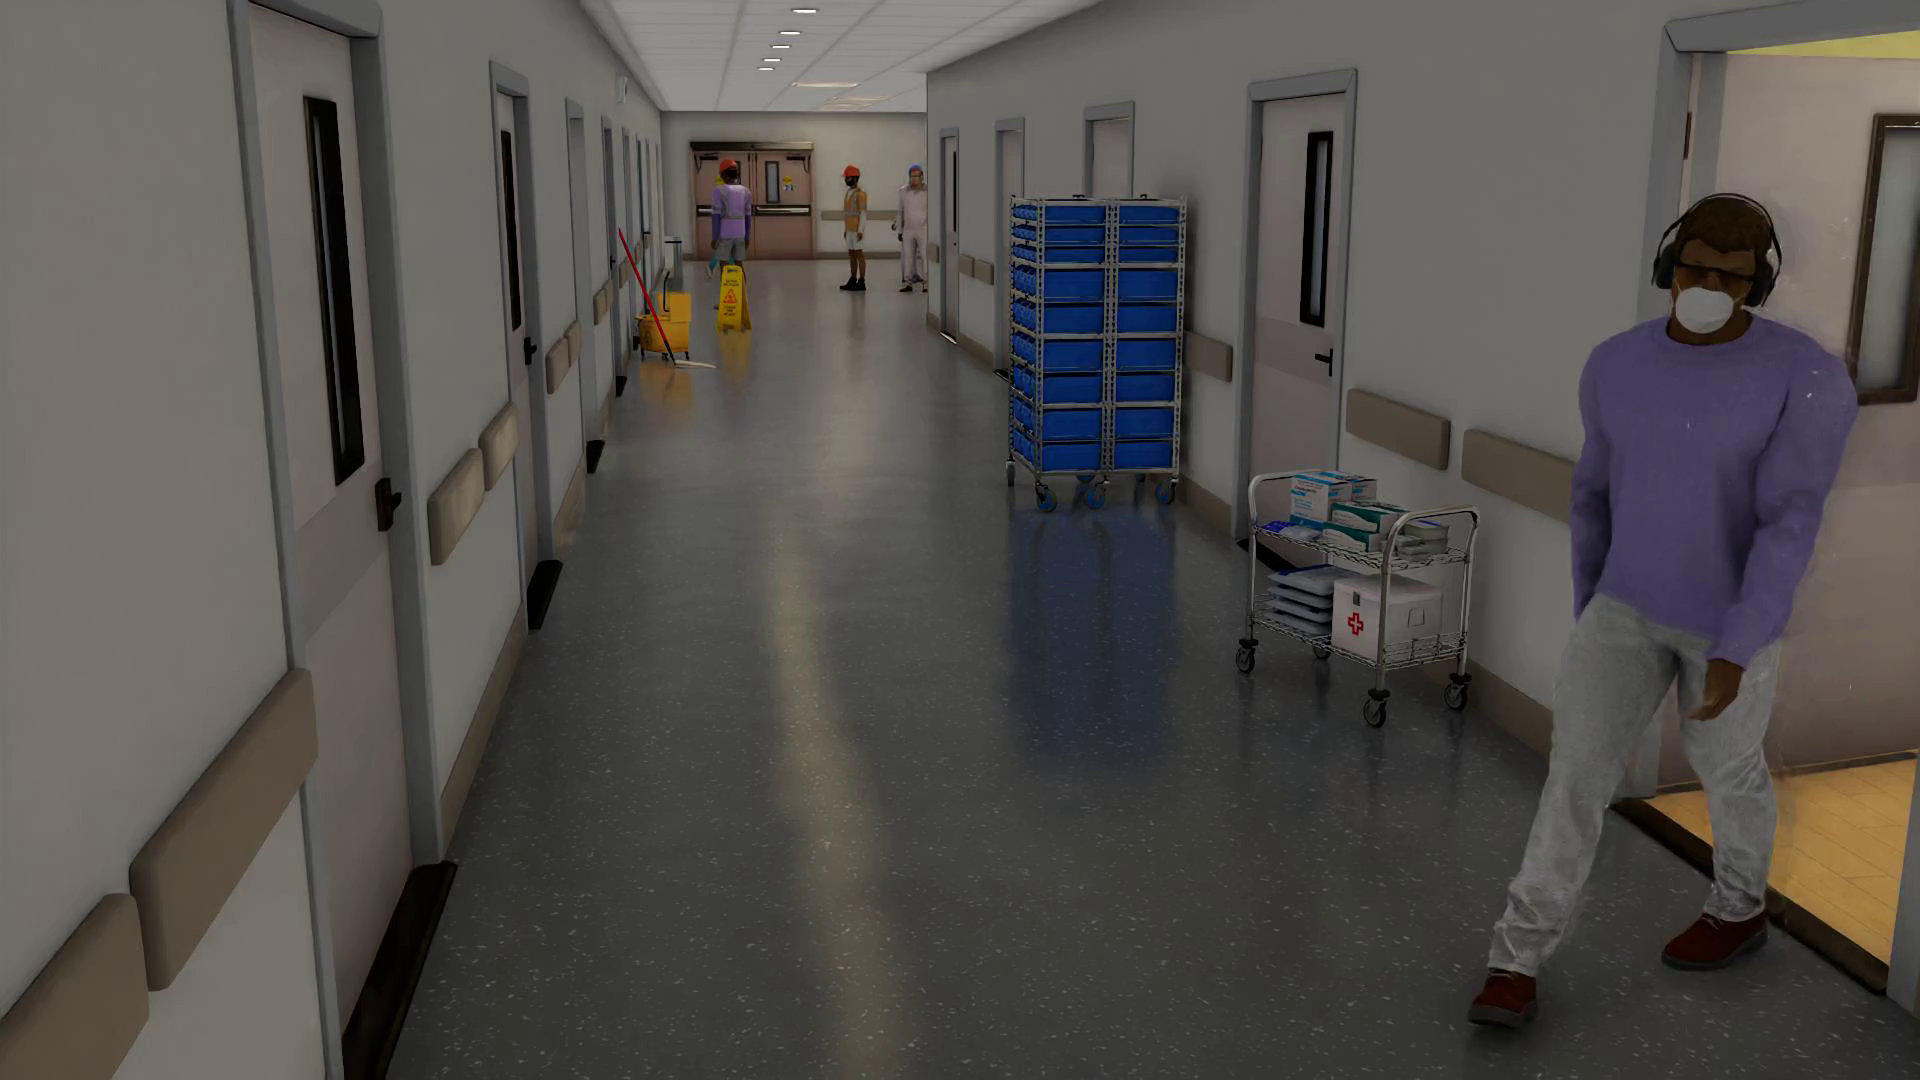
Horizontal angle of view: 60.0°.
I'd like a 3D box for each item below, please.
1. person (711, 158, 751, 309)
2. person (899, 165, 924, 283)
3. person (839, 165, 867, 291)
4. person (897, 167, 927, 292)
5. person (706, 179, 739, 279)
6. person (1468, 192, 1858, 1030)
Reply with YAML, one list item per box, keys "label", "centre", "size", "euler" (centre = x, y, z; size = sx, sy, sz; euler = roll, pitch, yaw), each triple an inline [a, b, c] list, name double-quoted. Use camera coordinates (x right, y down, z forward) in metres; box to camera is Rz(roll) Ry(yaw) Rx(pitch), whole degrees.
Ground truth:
- label: "person"
  centre: [-3.122, -4.152, 22.621]
  size: [0.614, 2.031, 0.403]
  euler: [-11, 17, -41]
- label: "person"
  centre: [-0.787, -5.279, 27.815]
  size: [0.402, 1.942, 0.603]
  euler: [7, 14, 28]
- label: "person"
  centre: [-1.668, -4.867, 25.991]
  size: [0.362, 1.939, 0.542]
  euler: [-8, 15, -31]
- label: "person"
  centre: [-0.667, -4.780, 25.677]
  size: [0.649, 1.906, 0.401]
  euler: [4, 13, 17]
- label: "person"
  centre: [-3.941, -5.207, 27.954]
  size: [0.621, 1.742, 0.536]
  euler: [7, 14, 28]
- label: "person"
  centre: [1.626, 0.182, 3.736]
  size: [1.009, 1.888, 0.625]
  euler: [-11, 17, -41]
